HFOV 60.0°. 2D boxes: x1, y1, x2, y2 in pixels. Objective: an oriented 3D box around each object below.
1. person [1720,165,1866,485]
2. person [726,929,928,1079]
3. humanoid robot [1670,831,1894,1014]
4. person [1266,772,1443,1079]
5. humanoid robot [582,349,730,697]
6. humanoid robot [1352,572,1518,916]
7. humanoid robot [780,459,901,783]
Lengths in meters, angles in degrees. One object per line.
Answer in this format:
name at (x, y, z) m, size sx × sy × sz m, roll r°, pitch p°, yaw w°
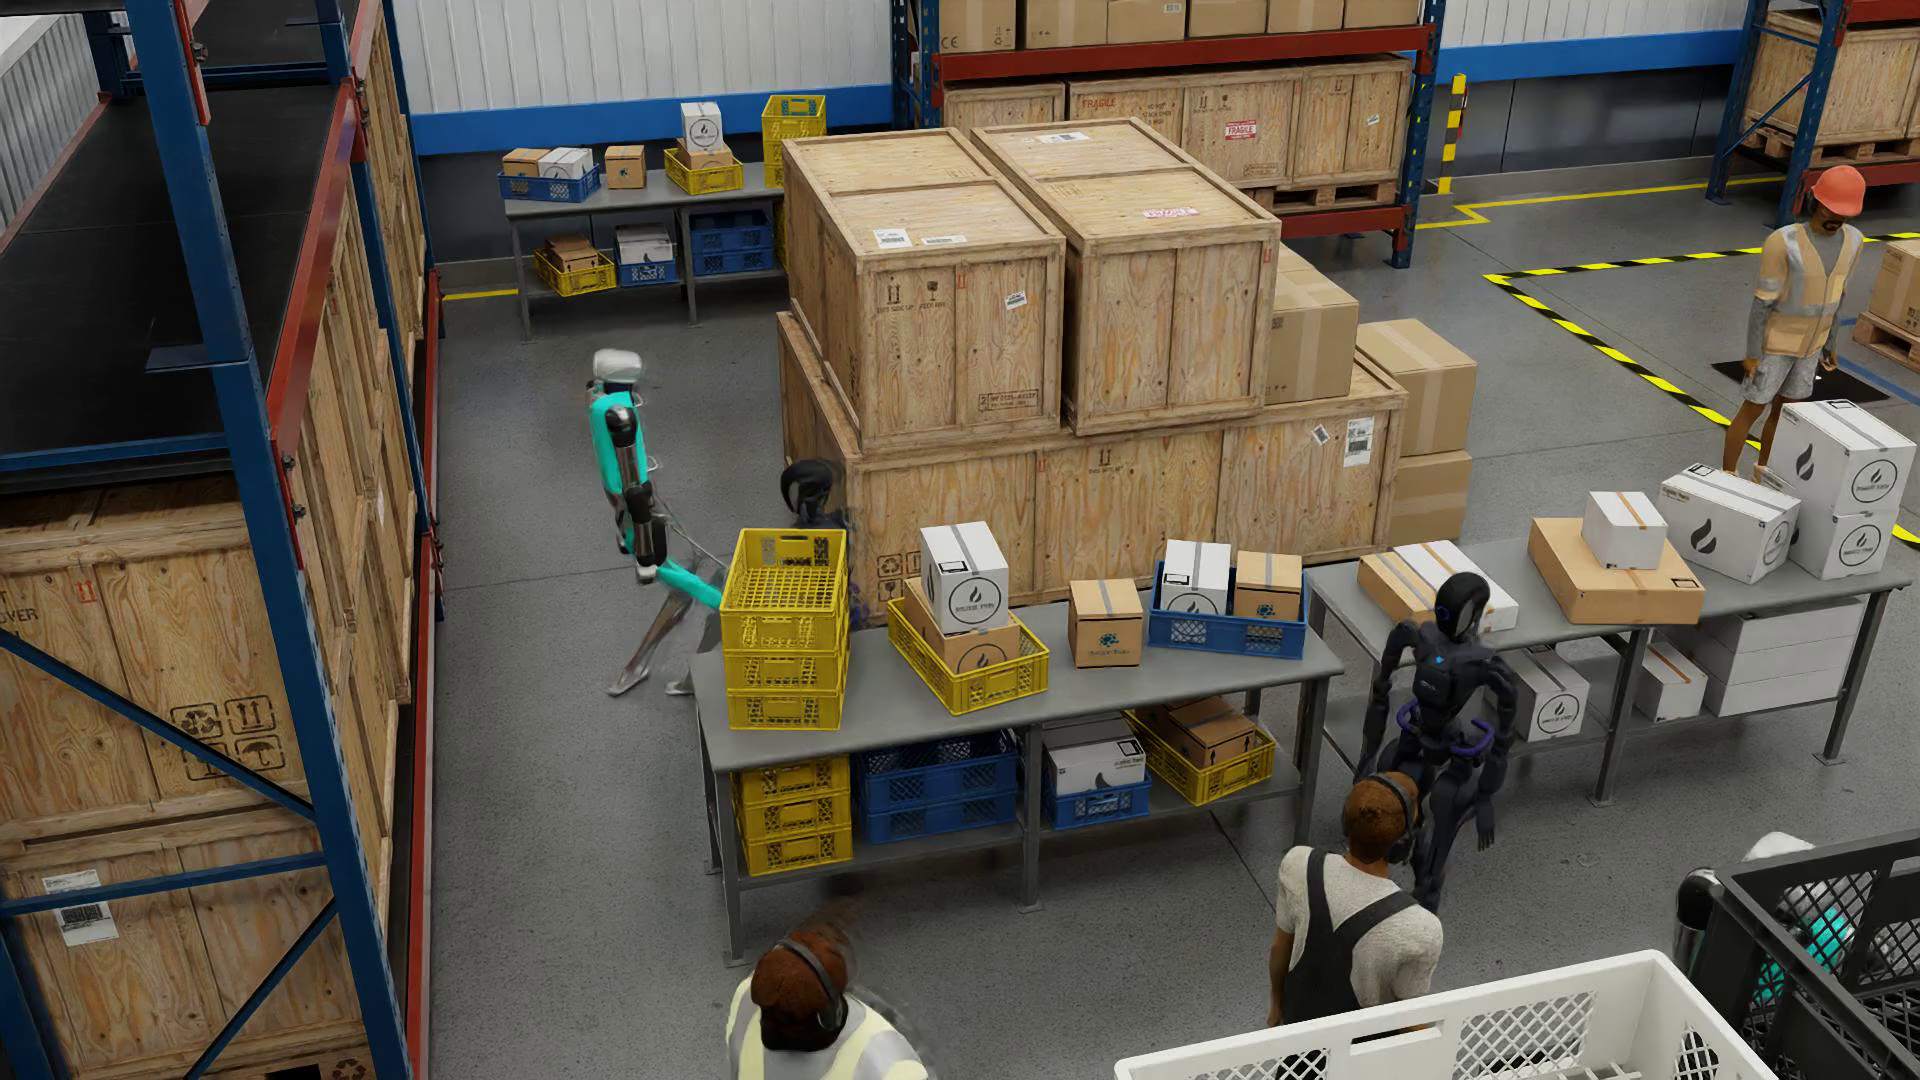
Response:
person at (4.654, -1.091, 9.270) m, size 0.604 × 2.035 × 0.389 m, roll -7°, pitch 30°, yaw -13°
person at (-0.339, 1.712, 4.398) m, size 0.624 × 1.819 × 0.599 m, roll 19°, pitch 34°, yaw 31°
humanoid robot at (2.030, 1.728, 4.580) m, size 0.545 × 1.907 × 0.721 m, roll 23°, pitch 36°, yaw 35°
person at (1.111, 1.455, 4.855) m, size 0.505 × 1.838 × 0.339 m, roll 25°, pitch 37°, yaw 37°
humanoid robot at (-1.351, -0.049, 7.692) m, size 0.745 × 1.803 × 0.570 m, roll -12°, pitch 31°, yaw -21°
humanoid robot at (1.718, 0.852, 6.127) m, size 0.597 × 1.635 × 0.701 m, roll 25°, pitch 37°, yaw 37°
humanoid robot at (-0.492, 0.401, 6.954) m, size 0.675 × 1.637 × 0.609 m, roll -8°, pitch 30°, yaw -15°
